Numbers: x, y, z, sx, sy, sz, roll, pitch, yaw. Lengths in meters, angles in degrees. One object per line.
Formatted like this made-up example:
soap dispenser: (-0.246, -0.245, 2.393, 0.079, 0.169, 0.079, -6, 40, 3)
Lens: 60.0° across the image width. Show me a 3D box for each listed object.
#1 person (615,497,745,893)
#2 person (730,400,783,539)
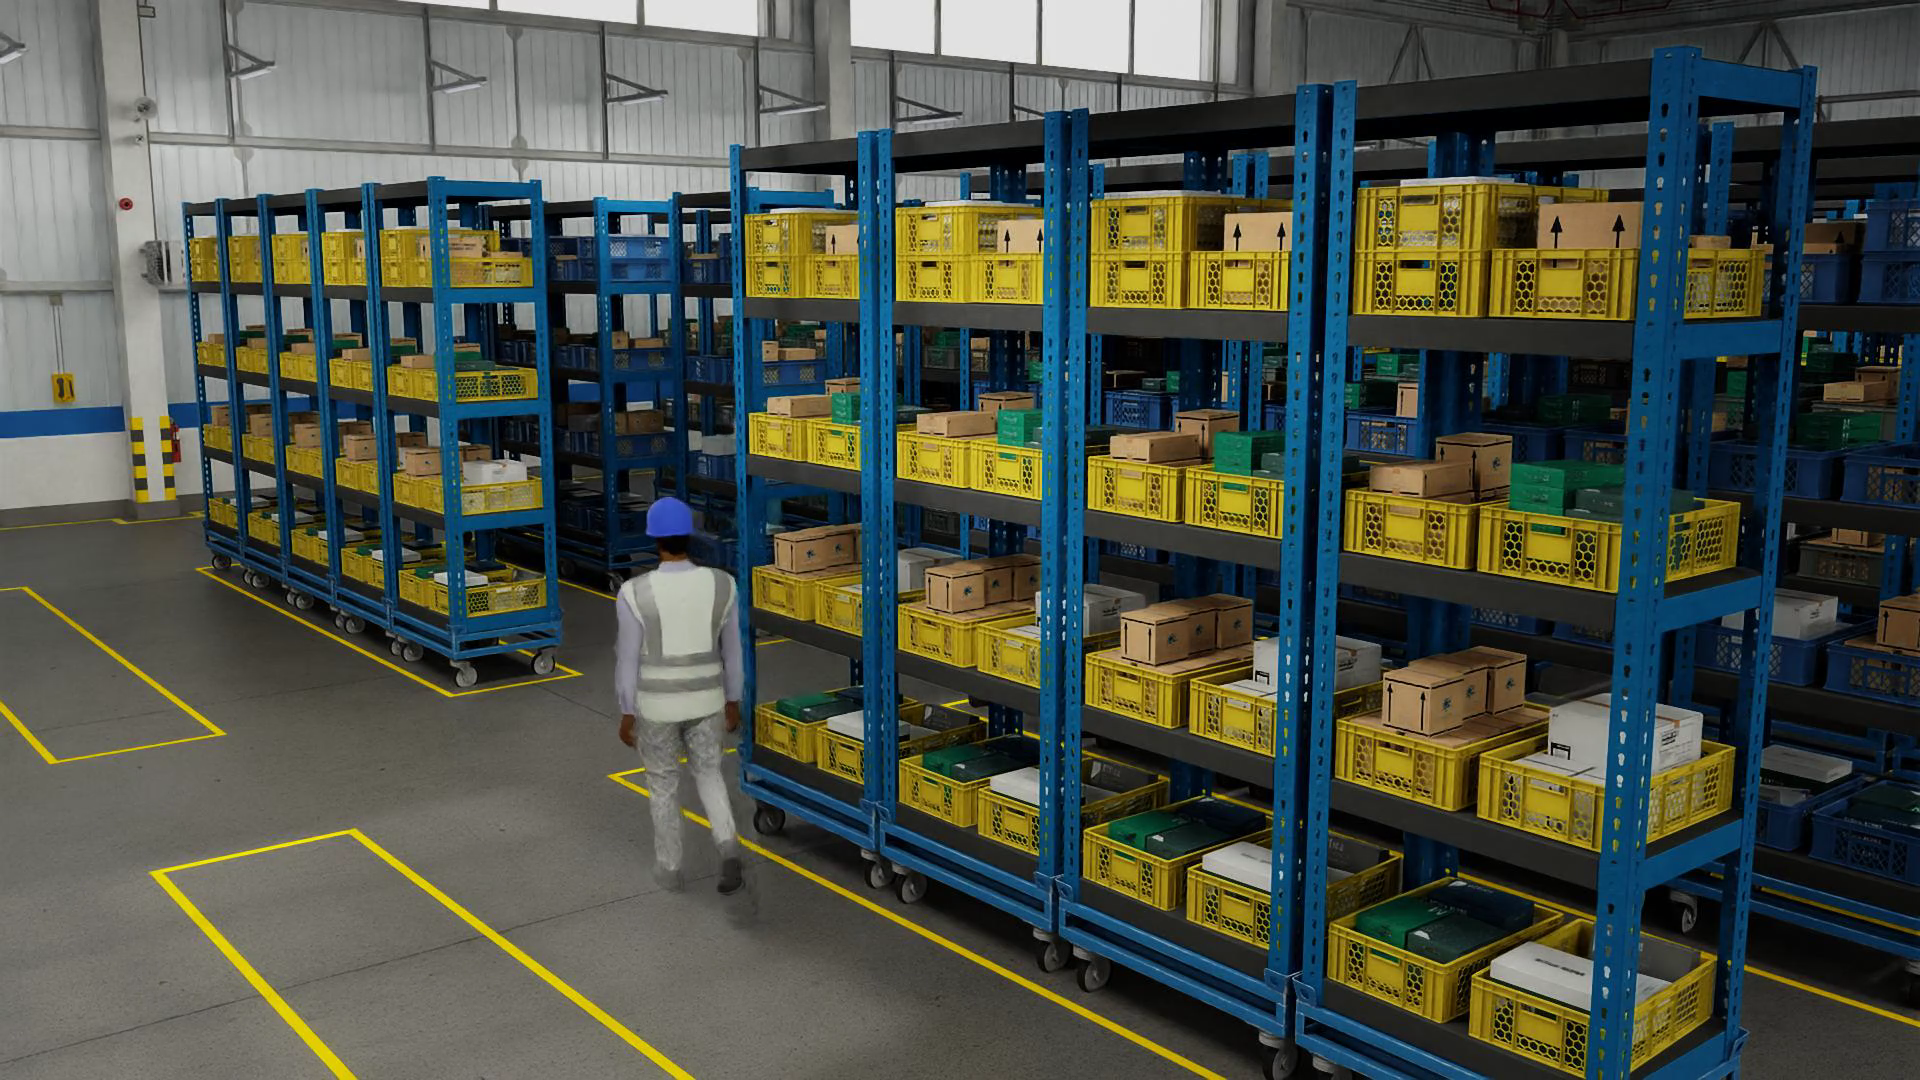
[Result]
person: (-1.302, 0.762, 7.836, 0.620, 1.931, 0.637, -5, 11, -28)
person: (-2.022, -0.593, 16.384, 0.847, 1.819, 0.576, 9, 13, 43)
